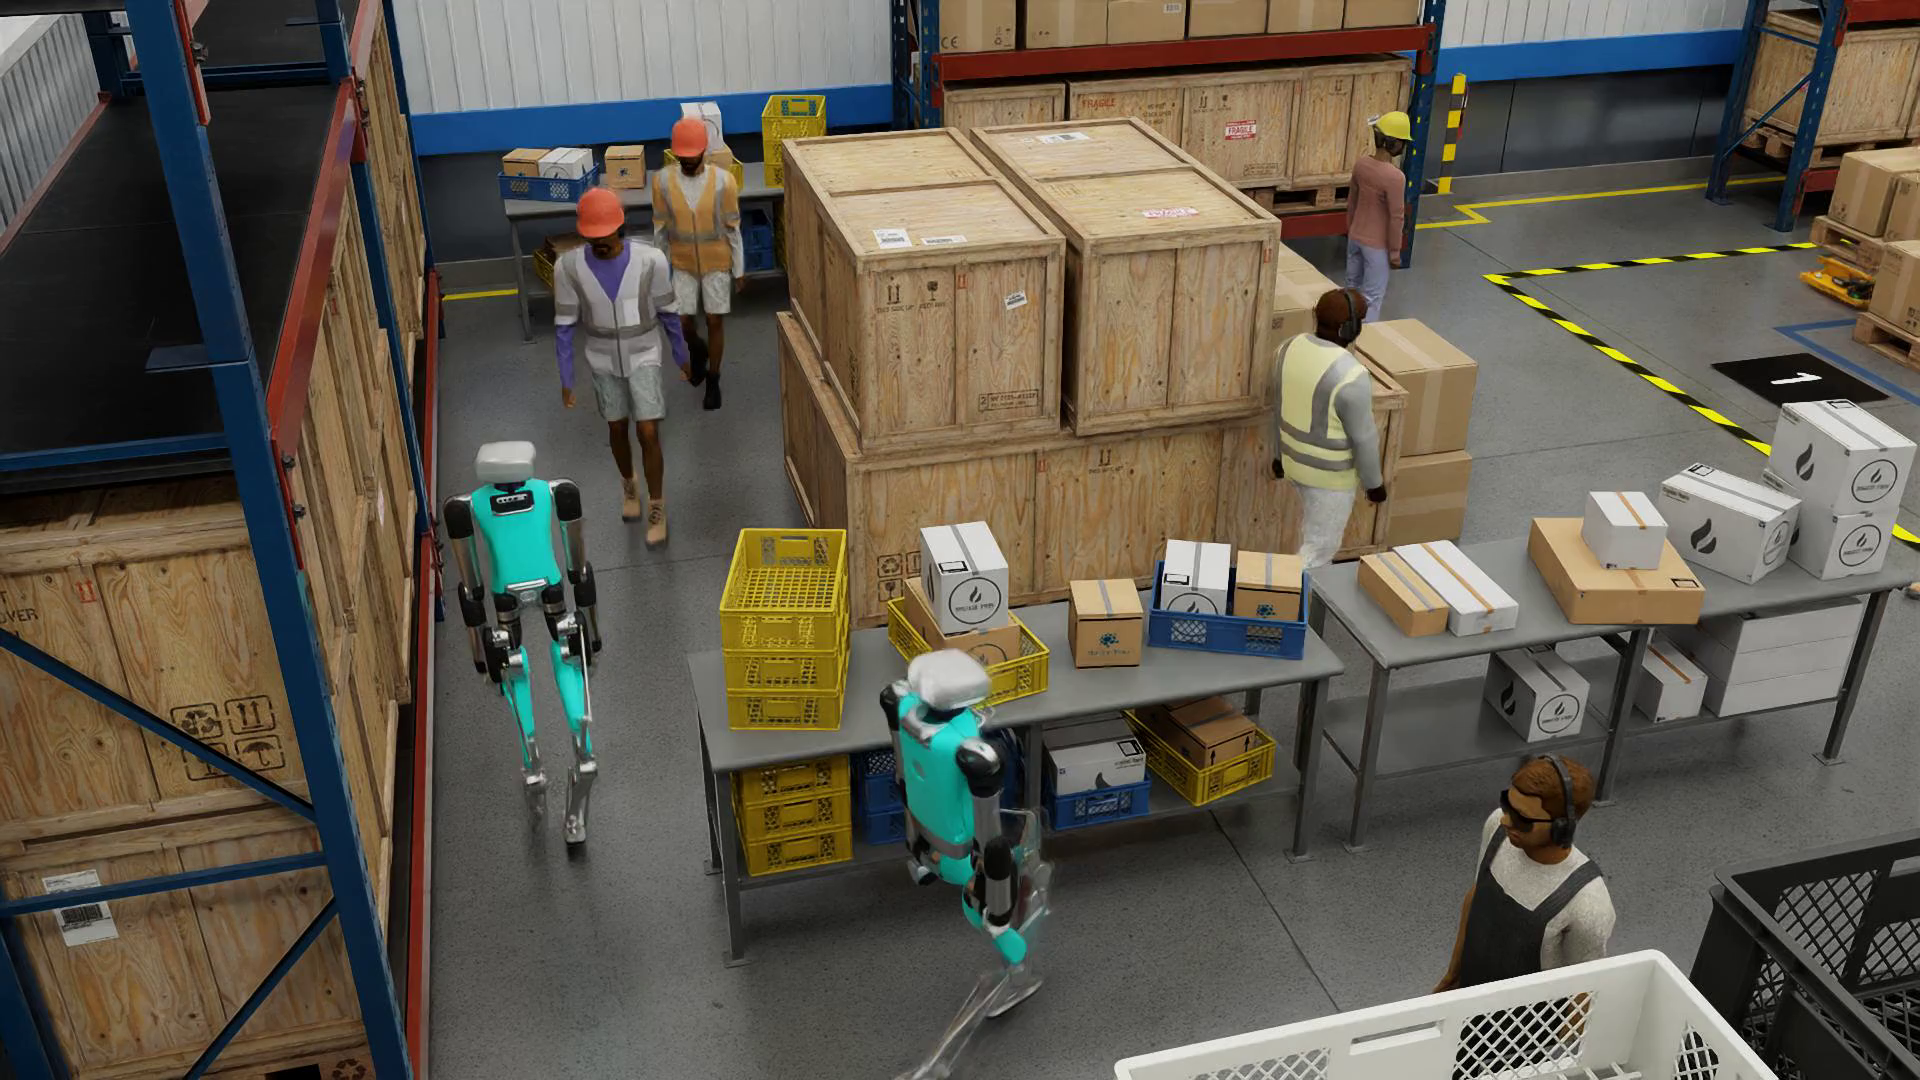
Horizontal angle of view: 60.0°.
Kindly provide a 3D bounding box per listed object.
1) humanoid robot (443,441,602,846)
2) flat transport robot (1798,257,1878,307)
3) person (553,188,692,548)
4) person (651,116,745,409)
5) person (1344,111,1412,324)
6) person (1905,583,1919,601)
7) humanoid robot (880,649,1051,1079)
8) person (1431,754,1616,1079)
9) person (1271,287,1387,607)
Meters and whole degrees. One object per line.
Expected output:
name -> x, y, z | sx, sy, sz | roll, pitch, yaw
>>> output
humanoid robot -> -1.673, 0.541, 6.640 | 0.543, 1.791, 0.820 | -9, 30, -16
flat transport robot -> 7.299, -2.048, 12.804 | 1.431, 0.197, 0.652 | -7, 30, -13
person -> -1.822, -0.923, 8.994 | 0.680, 2.004, 0.866 | -2, 29, -4
person -> -1.663, -1.770, 10.621 | 0.574, 1.914, 0.480 | -1, 29, -2
person -> 2.795, -1.999, 11.202 | 0.335, 1.758, 0.523 | -12, 31, -20
person -> 5.164, -0.485, 8.173 | 0.406, 2.030, 0.608 | 1, 29, 1
humanoid robot -> 0.105, 1.071, 5.636 | 0.983, 1.739, 0.547 | -21, 35, -33
person -> 1.618, 1.401, 4.938 | 0.335, 1.844, 0.510 | -11, 31, -19
person -> 1.780, -0.365, 8.171 | 0.721, 1.815, 0.635 | -11, 31, -18
